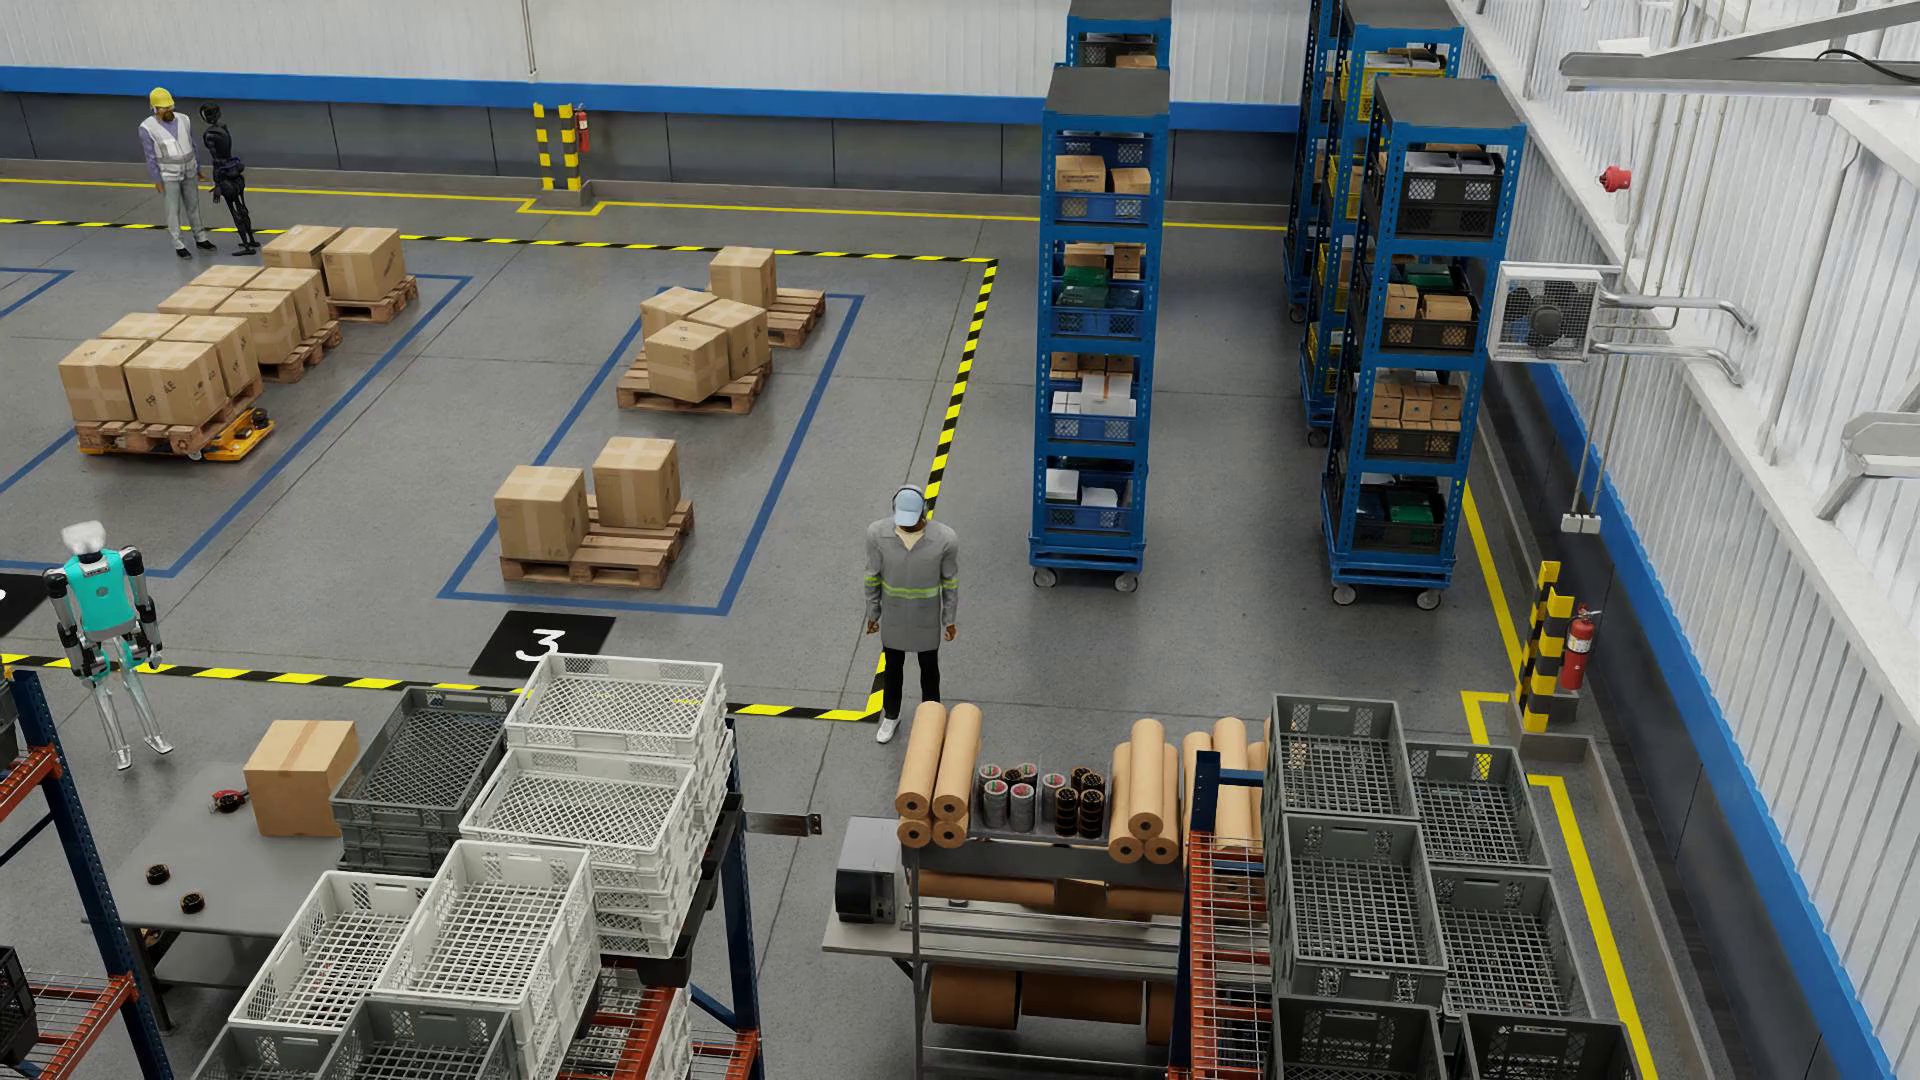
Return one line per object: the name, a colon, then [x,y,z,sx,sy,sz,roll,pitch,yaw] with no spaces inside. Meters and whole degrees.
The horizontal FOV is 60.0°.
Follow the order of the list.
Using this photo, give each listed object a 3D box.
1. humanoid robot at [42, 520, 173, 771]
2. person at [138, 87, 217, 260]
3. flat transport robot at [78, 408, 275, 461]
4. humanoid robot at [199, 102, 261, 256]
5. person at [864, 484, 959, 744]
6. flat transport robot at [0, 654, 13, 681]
humanoid robot: [-5.173,0.580,10.089,0.533,1.672,0.735,-21,36,-32]
person: [-8.426,-3.963,17.924,0.404,1.834,0.590,19,35,30]
flat transport robot: [-6.721,-0.944,14.267,1.431,0.197,0.652,3,30,6]
humanoid robot: [-7.919,-3.908,17.974,0.315,1.654,0.599,-2,30,-4]
person: [-0.305,0.465,10.305,0.587,1.848,0.396,3,30,5]
flat transport robot: [-7.142,0.969,11.010,1.431,0.231,0.659,3,30,6]
